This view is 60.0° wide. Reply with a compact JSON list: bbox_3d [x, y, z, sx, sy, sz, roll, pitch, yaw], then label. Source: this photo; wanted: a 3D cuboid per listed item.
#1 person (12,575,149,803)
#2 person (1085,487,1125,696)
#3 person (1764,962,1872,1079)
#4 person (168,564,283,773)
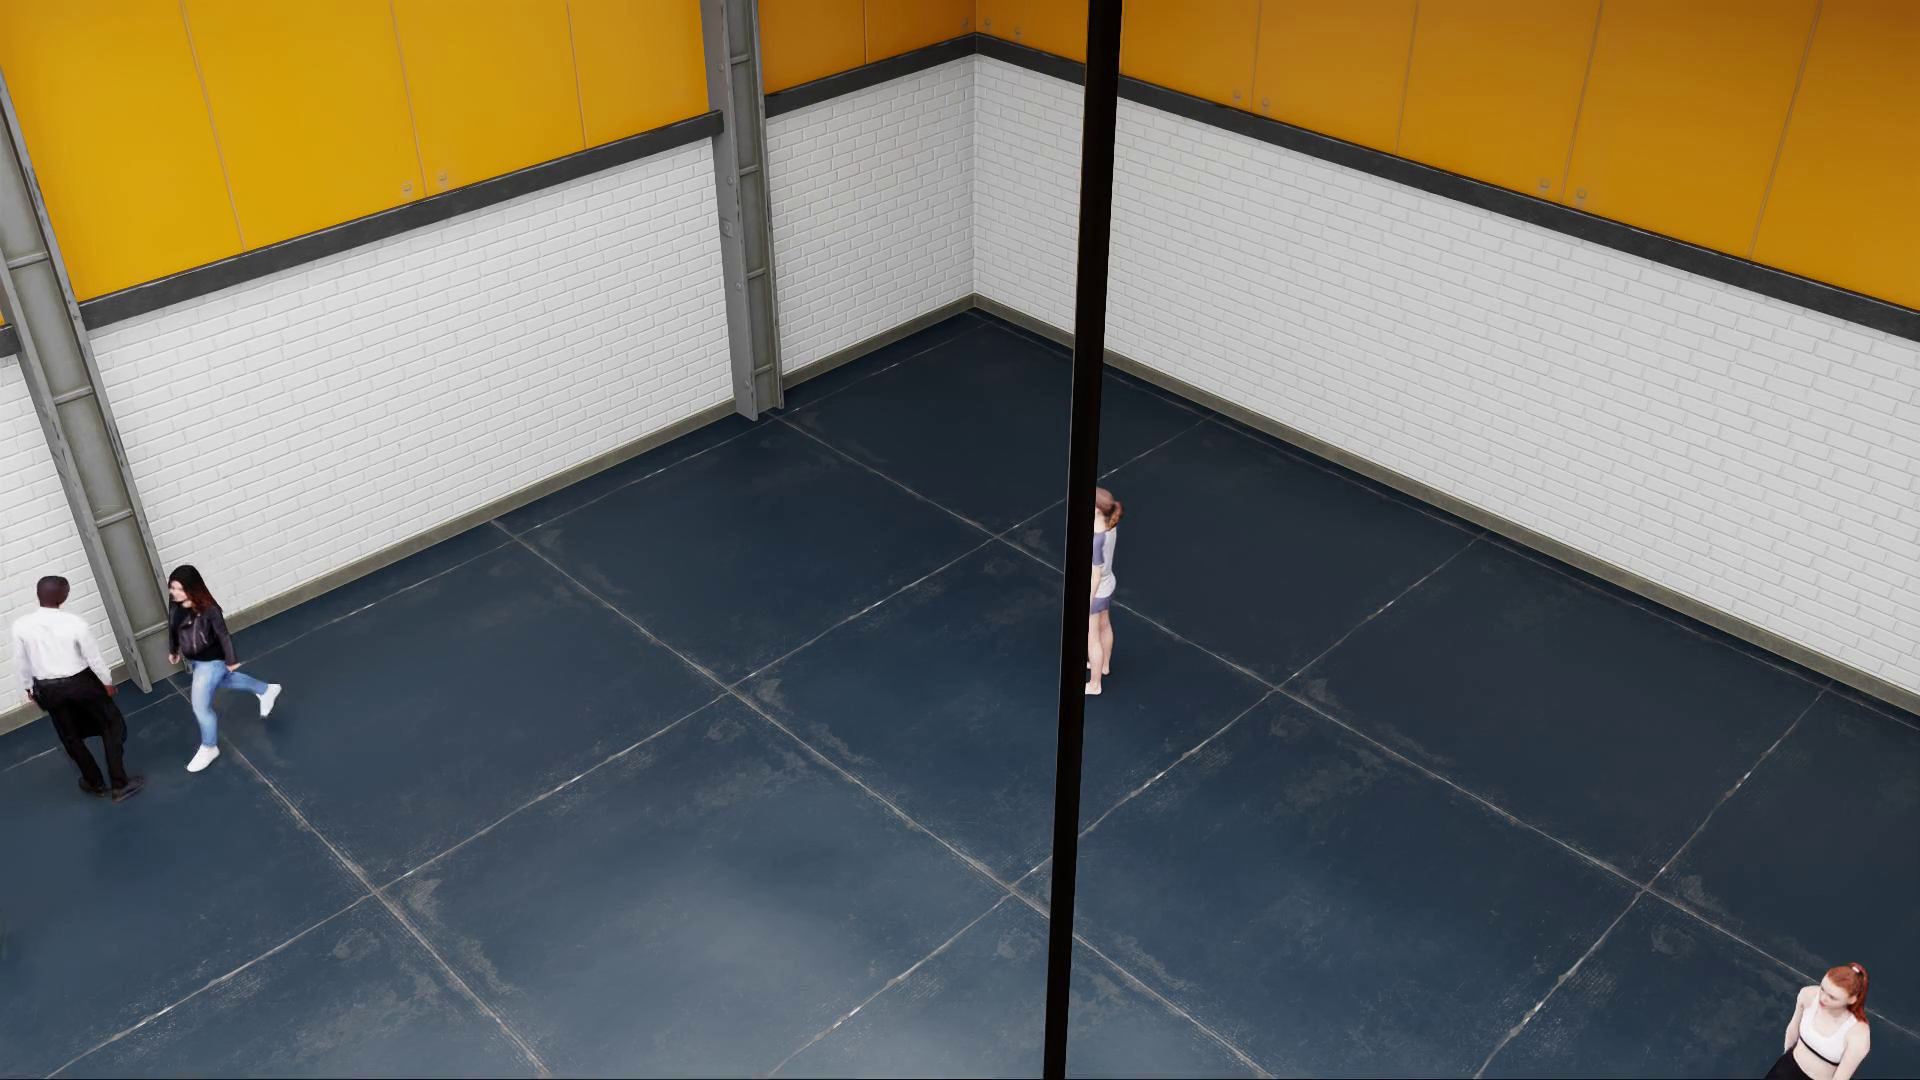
[{"bbox_3d":[-6.107,1.038,11.362,0.738,1.810,0.863,-21,39,-28],"label":"person"},{"bbox_3d":[1.020,0.370,12.406,0.716,1.766,0.603,13,36,19],"label":"person"},{"bbox_3d":[4.535,2.856,8.744,1.278,1.680,0.849,-16,37,-23],"label":"person"},{"bbox_3d":[-5.321,0.817,11.893,0.790,1.589,1.170,22,40,30],"label":"person"}]
